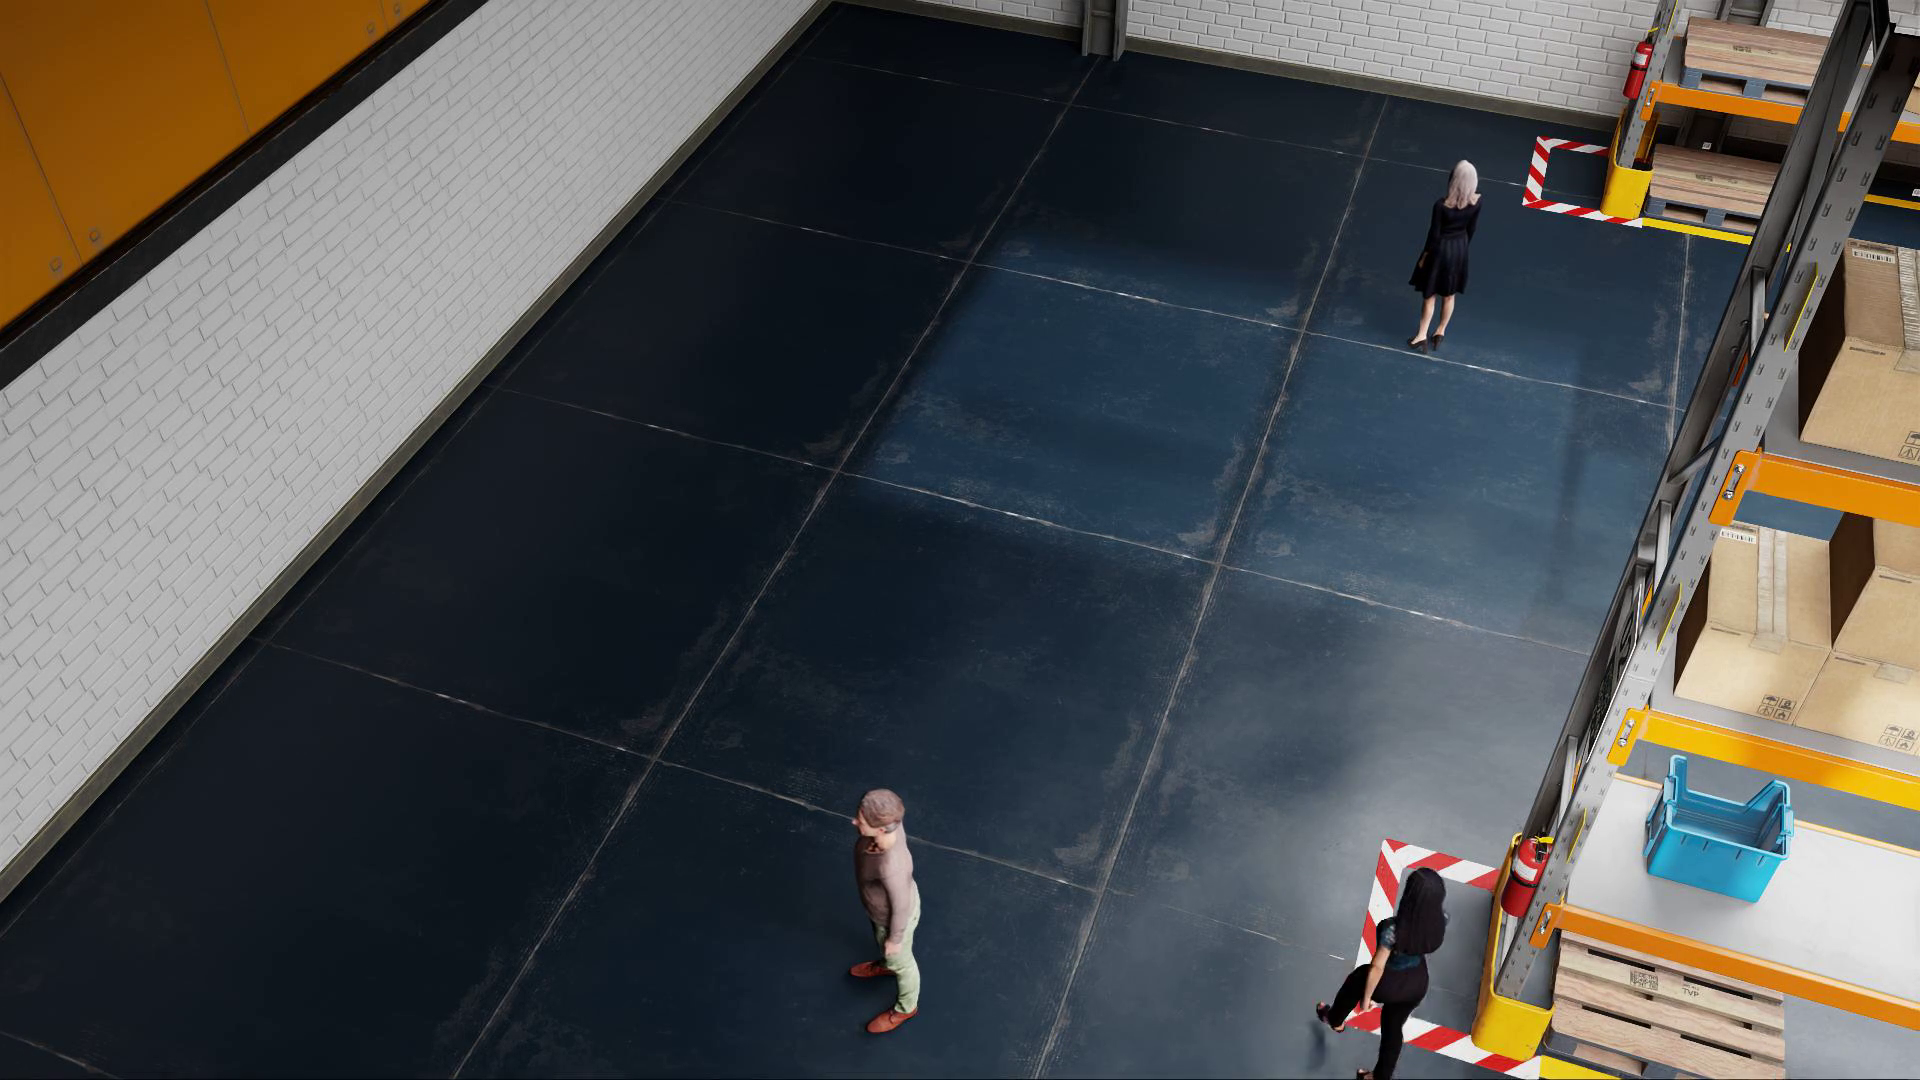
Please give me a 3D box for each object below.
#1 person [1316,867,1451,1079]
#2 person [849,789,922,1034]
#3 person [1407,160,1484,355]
[{"bbox_3d":[2.268,2.338,8.518,0.897,1.711,0.930,-15,46,-15],"label":"person"},{"bbox_3d":[-0.373,1.934,8.823,0.803,1.875,0.779,-10,45,-11],"label":"person"},{"bbox_3d":[3.883,-2.262,13.320,0.673,1.747,0.758,-10,44,-10],"label":"person"}]
